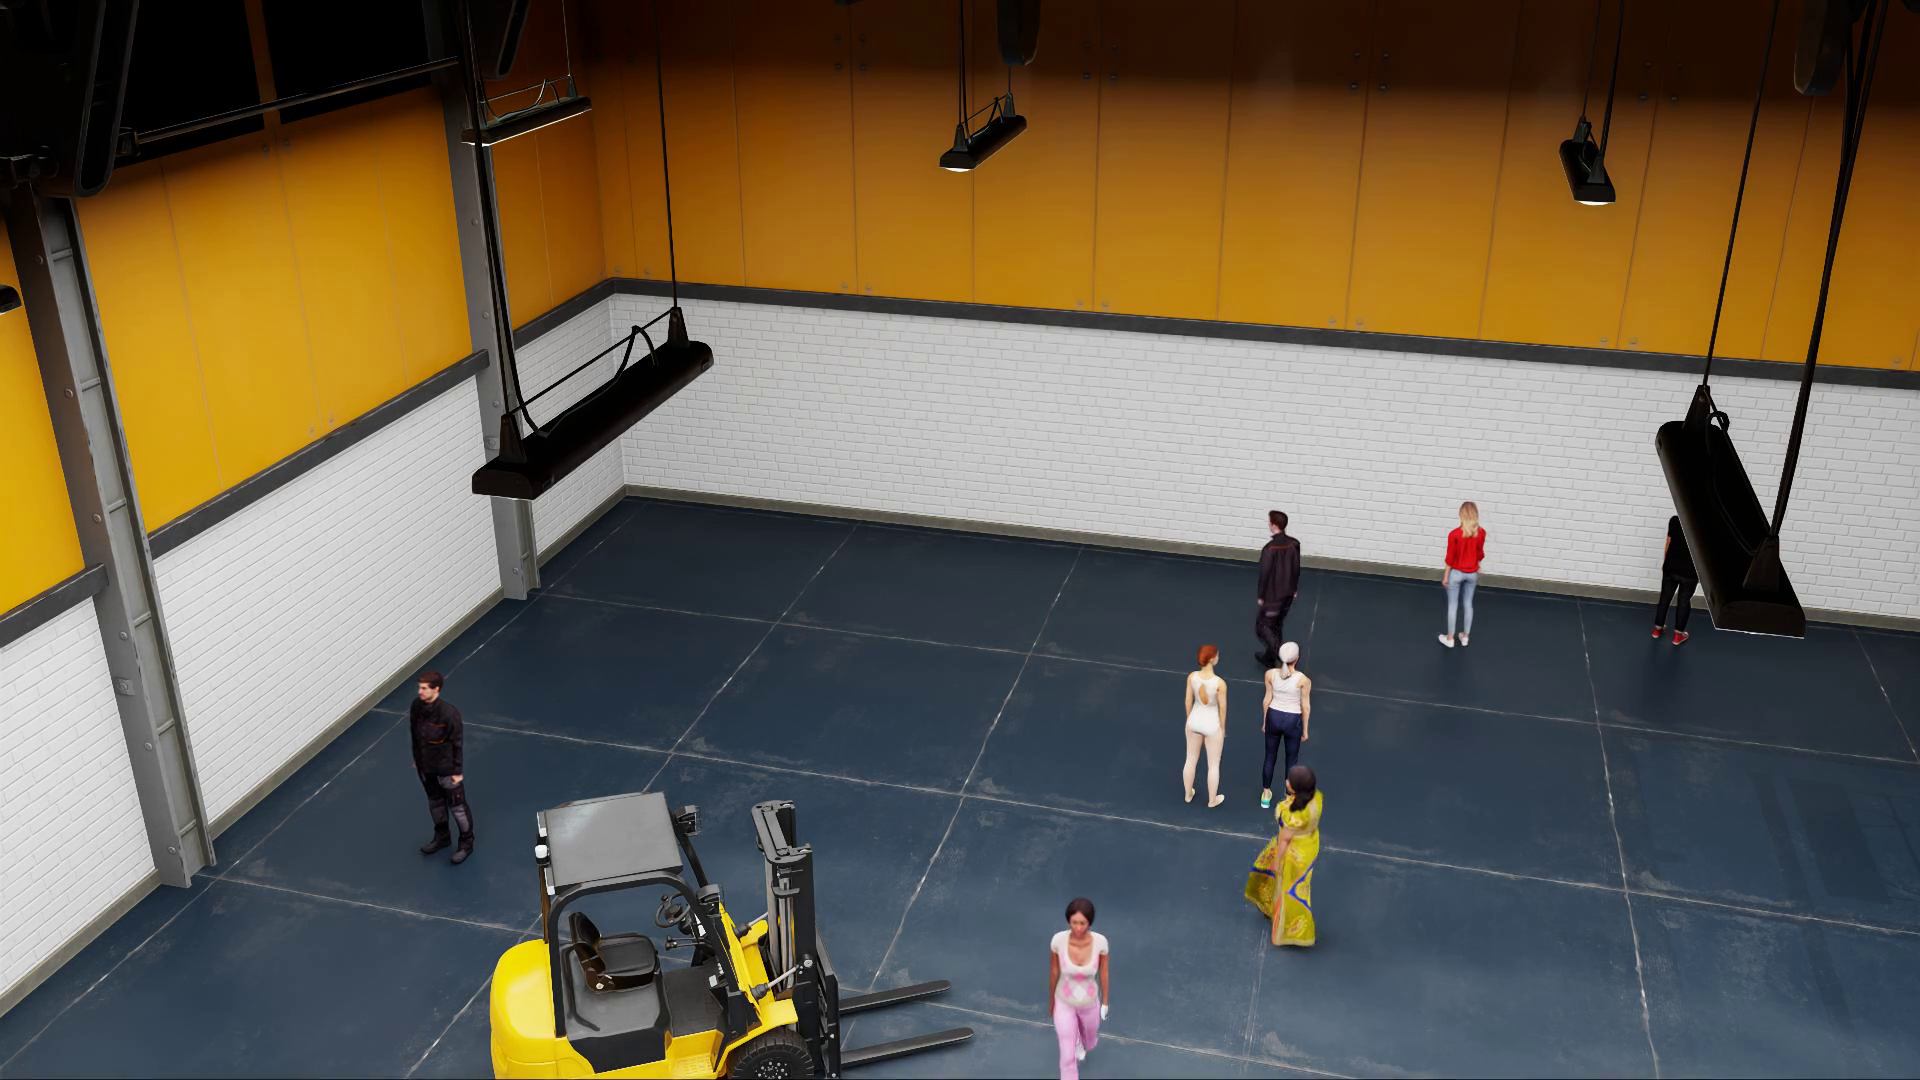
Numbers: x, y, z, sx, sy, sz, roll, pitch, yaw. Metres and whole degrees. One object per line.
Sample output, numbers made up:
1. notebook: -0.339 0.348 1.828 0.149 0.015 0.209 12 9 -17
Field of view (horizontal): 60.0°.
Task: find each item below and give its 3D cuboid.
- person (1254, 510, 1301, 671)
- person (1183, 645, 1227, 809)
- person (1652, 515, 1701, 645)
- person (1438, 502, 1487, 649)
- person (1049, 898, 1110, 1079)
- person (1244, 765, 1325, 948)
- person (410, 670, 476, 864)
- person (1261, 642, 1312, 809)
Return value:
1. person: 3.397 0.620 17.665 1.076 1.885 1.119 -13 27 -27
2. person: 2.271 1.724 15.442 0.593 1.643 0.558 13 27 27
3. person: 8.050 0.304 18.549 0.695 1.756 0.687 18 29 35
4. person: 5.570 0.382 18.436 0.694 1.704 0.670 -4 24 -10
5. person: 0.840 3.262 11.828 0.709 1.719 1.079 2 24 4
6. person: 2.799 2.574 13.494 0.966 1.646 1.010 15 28 31
7. person: -4.566 1.968 14.641 0.767 1.837 0.648 12 26 25
8. person: 2.993 1.719 15.375 0.630 1.706 0.583 11 26 23
